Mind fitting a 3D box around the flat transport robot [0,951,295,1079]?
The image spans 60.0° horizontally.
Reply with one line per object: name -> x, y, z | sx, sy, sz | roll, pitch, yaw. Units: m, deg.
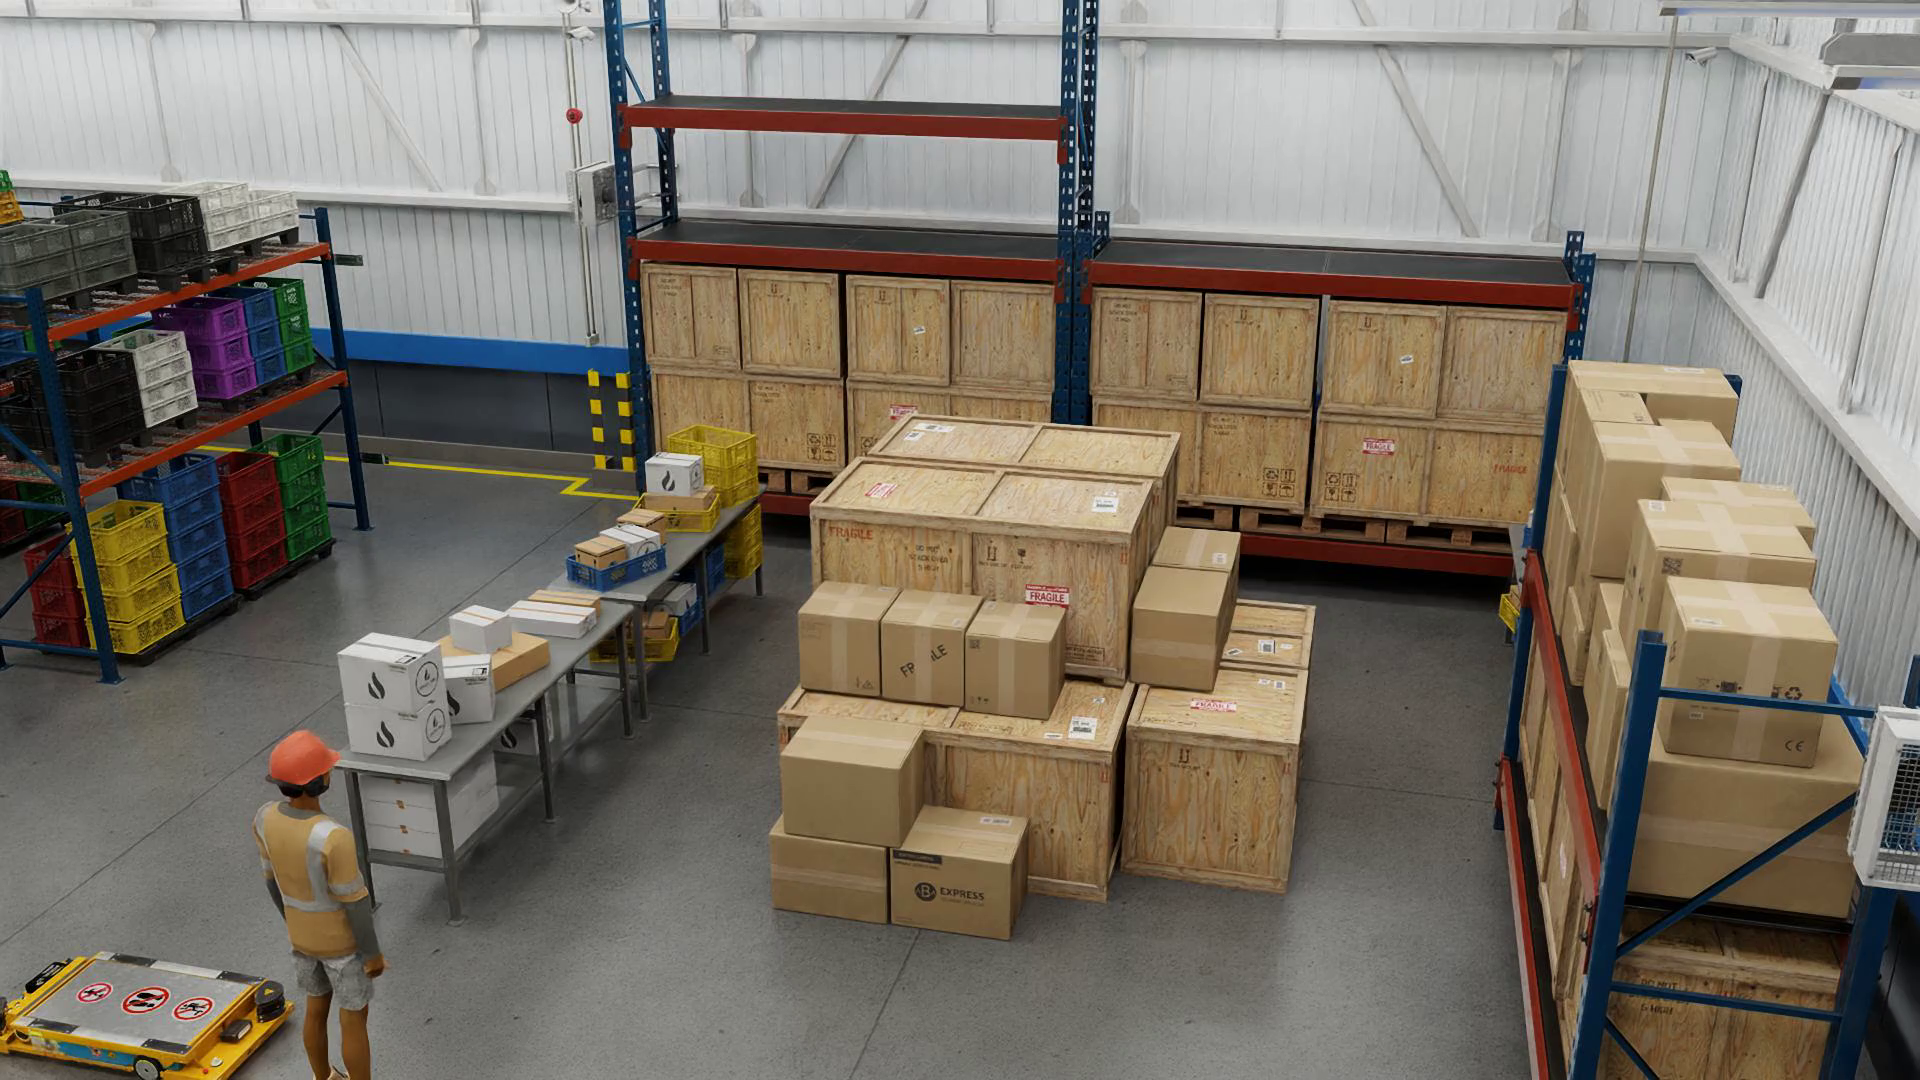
flat transport robot -> -4.270, 2.464, 8.601 | 1.431, 0.231, 0.659 | 5, 22, 13

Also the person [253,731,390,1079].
person -> -2.948, 1.823, 7.789 | 0.607, 2.048, 0.365 | 11, 23, 26
